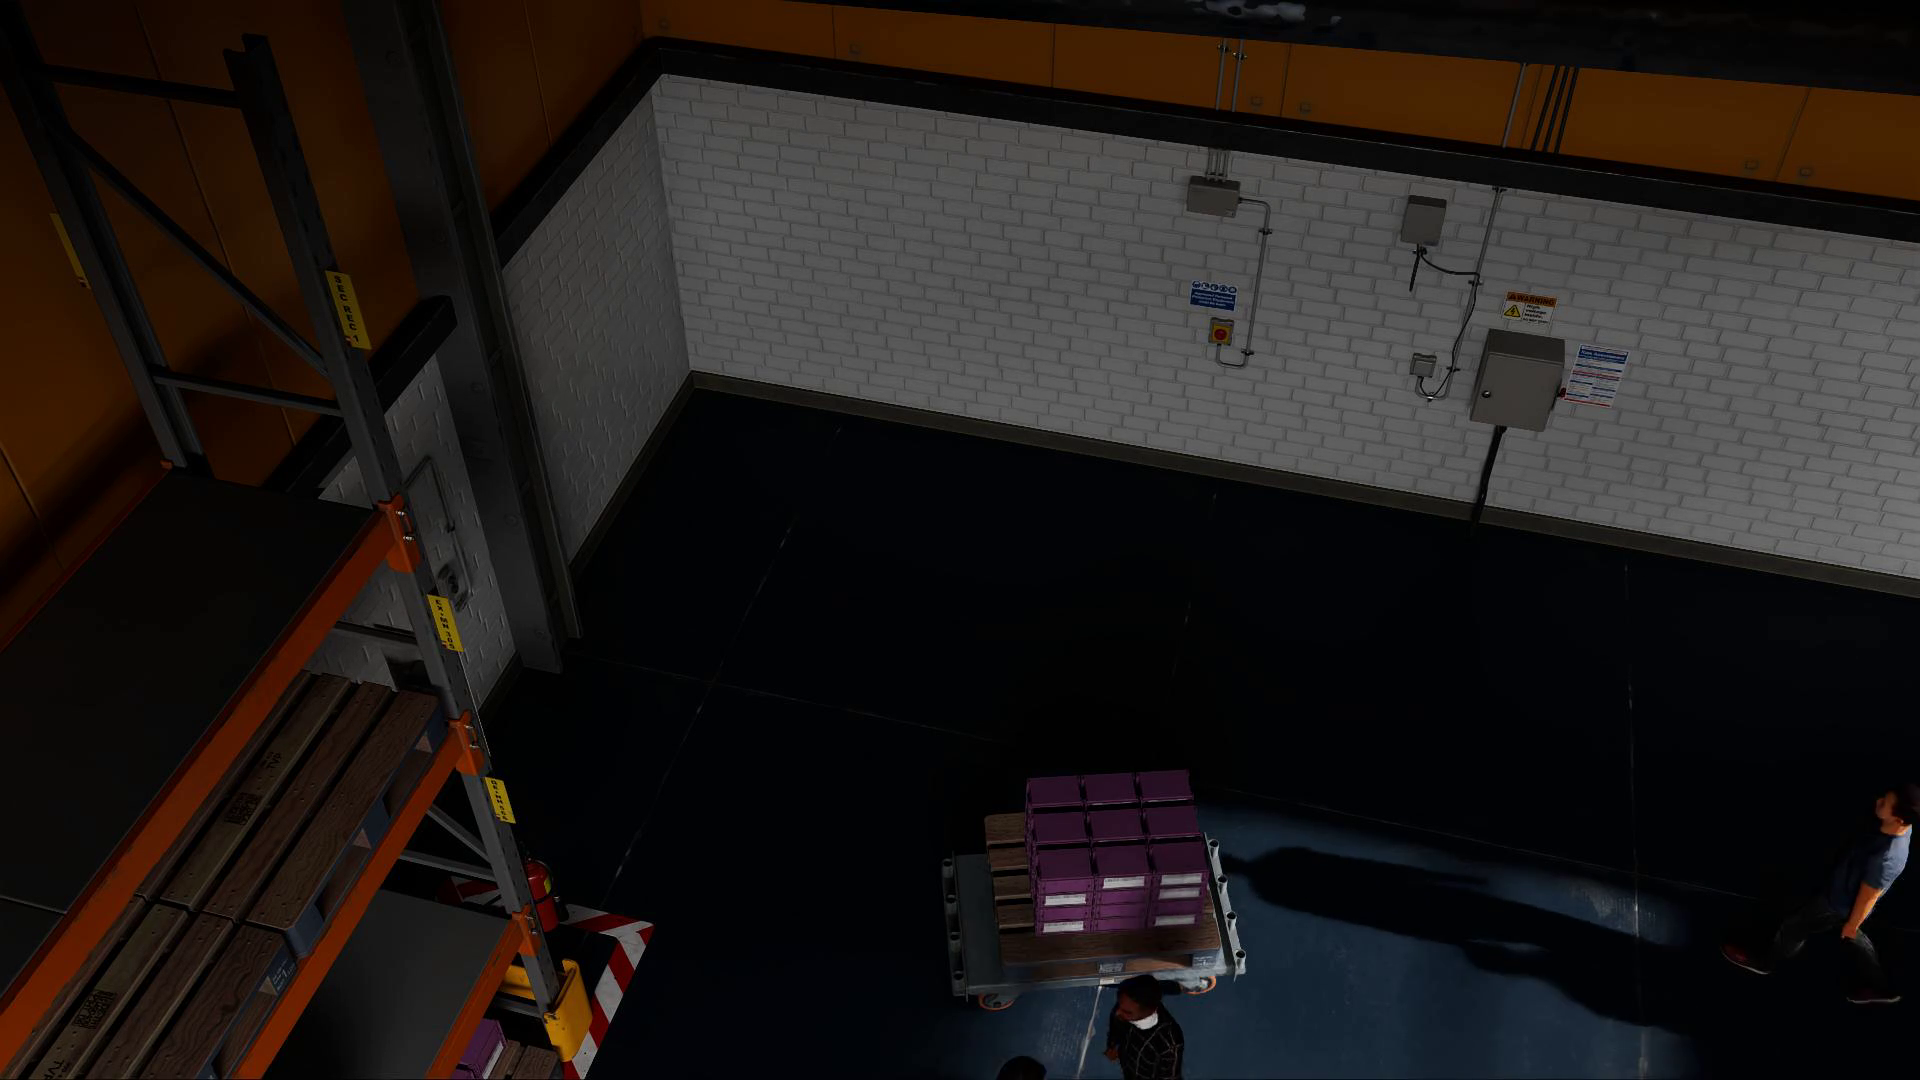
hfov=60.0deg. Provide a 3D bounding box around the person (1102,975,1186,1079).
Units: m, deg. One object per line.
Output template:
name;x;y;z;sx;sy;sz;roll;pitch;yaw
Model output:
person;1.011;2.634;8.214;1.155;1.780;1.144;-17;46;-17

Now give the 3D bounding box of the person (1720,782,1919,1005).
person;4.874;1.938;8.947;0.974;1.776;1.174;25;49;24
